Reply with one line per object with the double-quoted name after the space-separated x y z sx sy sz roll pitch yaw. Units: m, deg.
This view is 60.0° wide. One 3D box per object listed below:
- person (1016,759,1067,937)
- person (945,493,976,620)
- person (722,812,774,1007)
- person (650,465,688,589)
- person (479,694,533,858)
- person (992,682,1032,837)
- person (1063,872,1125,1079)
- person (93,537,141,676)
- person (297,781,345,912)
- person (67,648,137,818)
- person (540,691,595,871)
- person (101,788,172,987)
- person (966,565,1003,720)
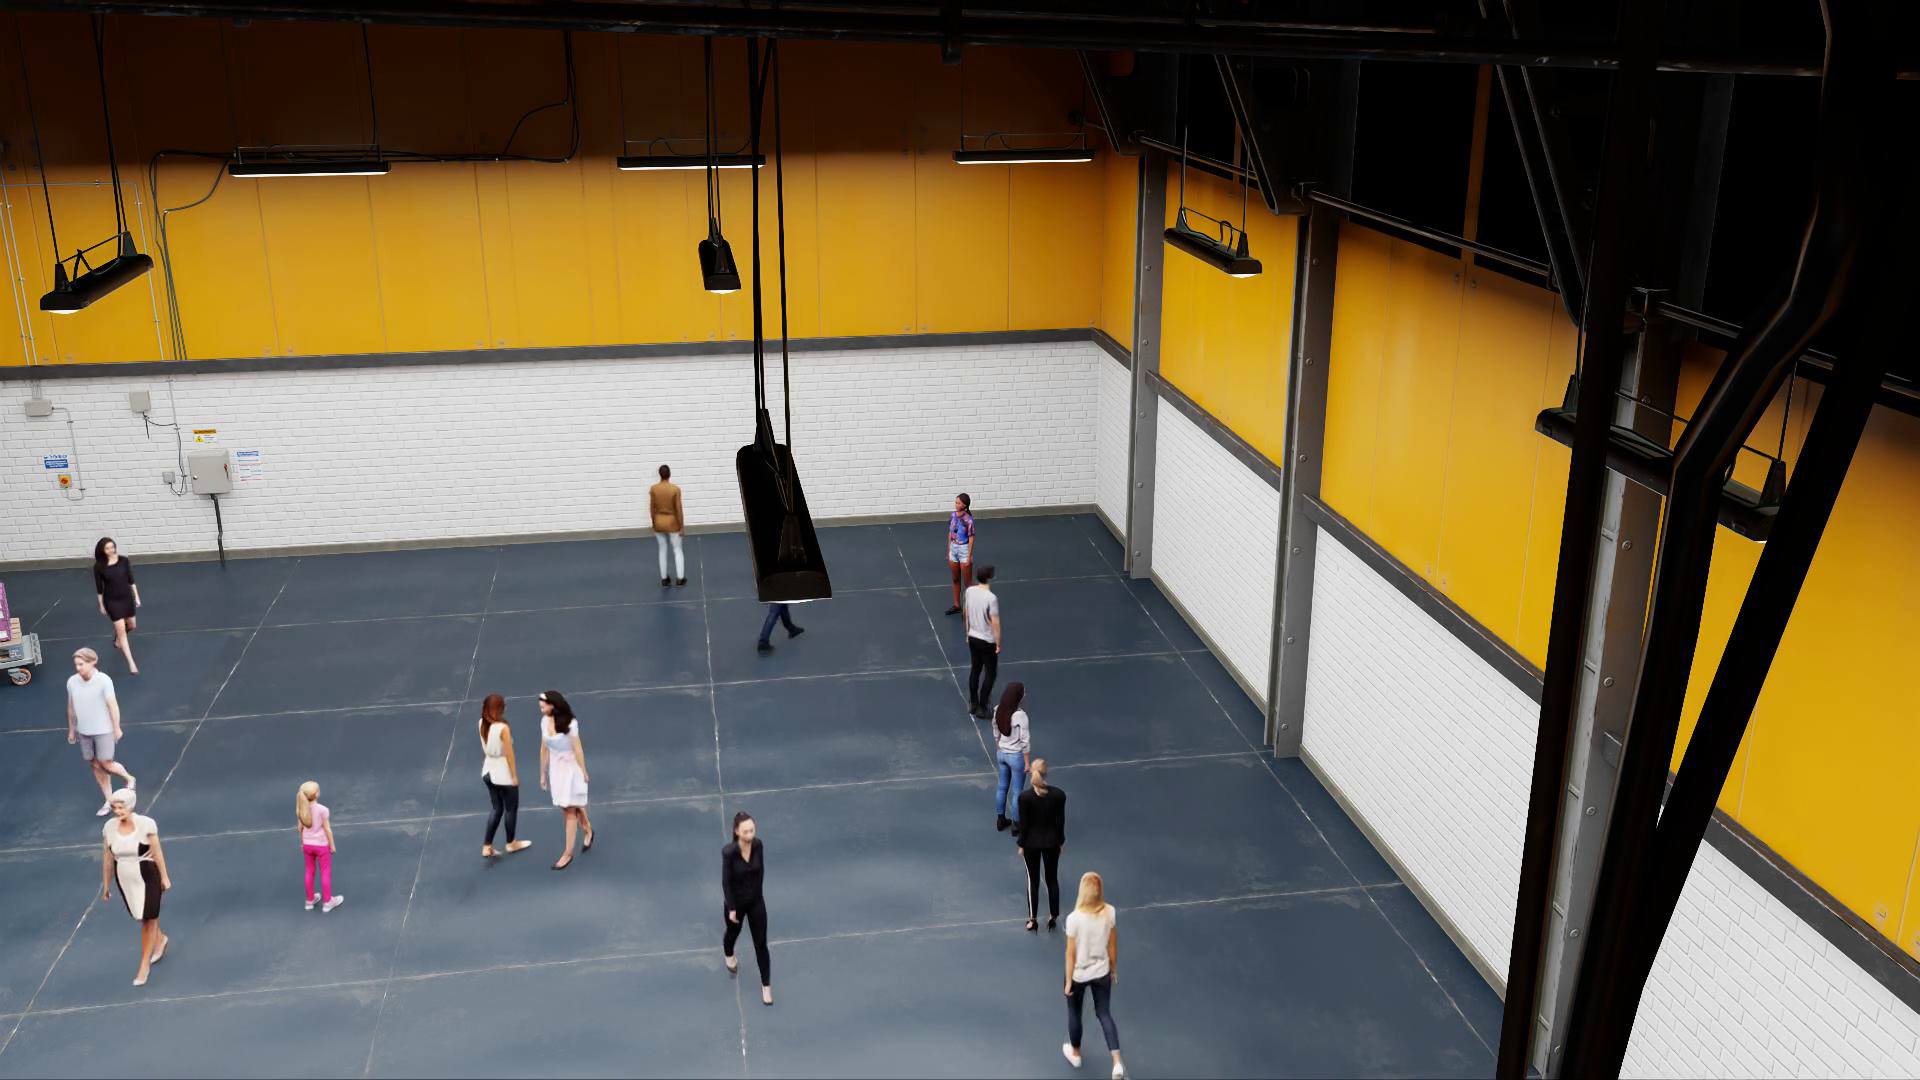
0.734 2.772 15.019 0.593 1.704 0.507 -3 19 -9 "person"
0.021 0.201 22.593 0.647 1.743 0.729 16 24 39 "person"
-1.880 3.084 14.145 0.847 1.671 1.137 -11 22 -30 "person"
-4.191 -0.185 23.632 0.728 1.811 0.705 2 19 5 "person"
-4.533 2.331 16.240 0.898 1.761 0.957 9 21 25 "person"
0.519 2.203 16.824 0.639 1.631 0.737 18 25 42 "person"
1.047 3.438 12.909 0.720 1.789 1.086 -7 20 -20 "person"
-10.531 0.795 20.781 1.120 1.773 0.991 17 25 41 "person"
-6.009 2.839 15.505 0.546 1.267 0.558 4 19 11 "person"
-8.905 1.951 17.275 0.779 1.820 0.838 3 19 9 "person"
-3.834 2.285 16.363 1.015 1.770 1.127 7 20 20 "person"
-7.116 2.932 14.509 0.784 1.726 1.038 1 19 3 "person"
0.261 1.176 19.512 0.796 1.861 0.888 16 24 38 "person"
